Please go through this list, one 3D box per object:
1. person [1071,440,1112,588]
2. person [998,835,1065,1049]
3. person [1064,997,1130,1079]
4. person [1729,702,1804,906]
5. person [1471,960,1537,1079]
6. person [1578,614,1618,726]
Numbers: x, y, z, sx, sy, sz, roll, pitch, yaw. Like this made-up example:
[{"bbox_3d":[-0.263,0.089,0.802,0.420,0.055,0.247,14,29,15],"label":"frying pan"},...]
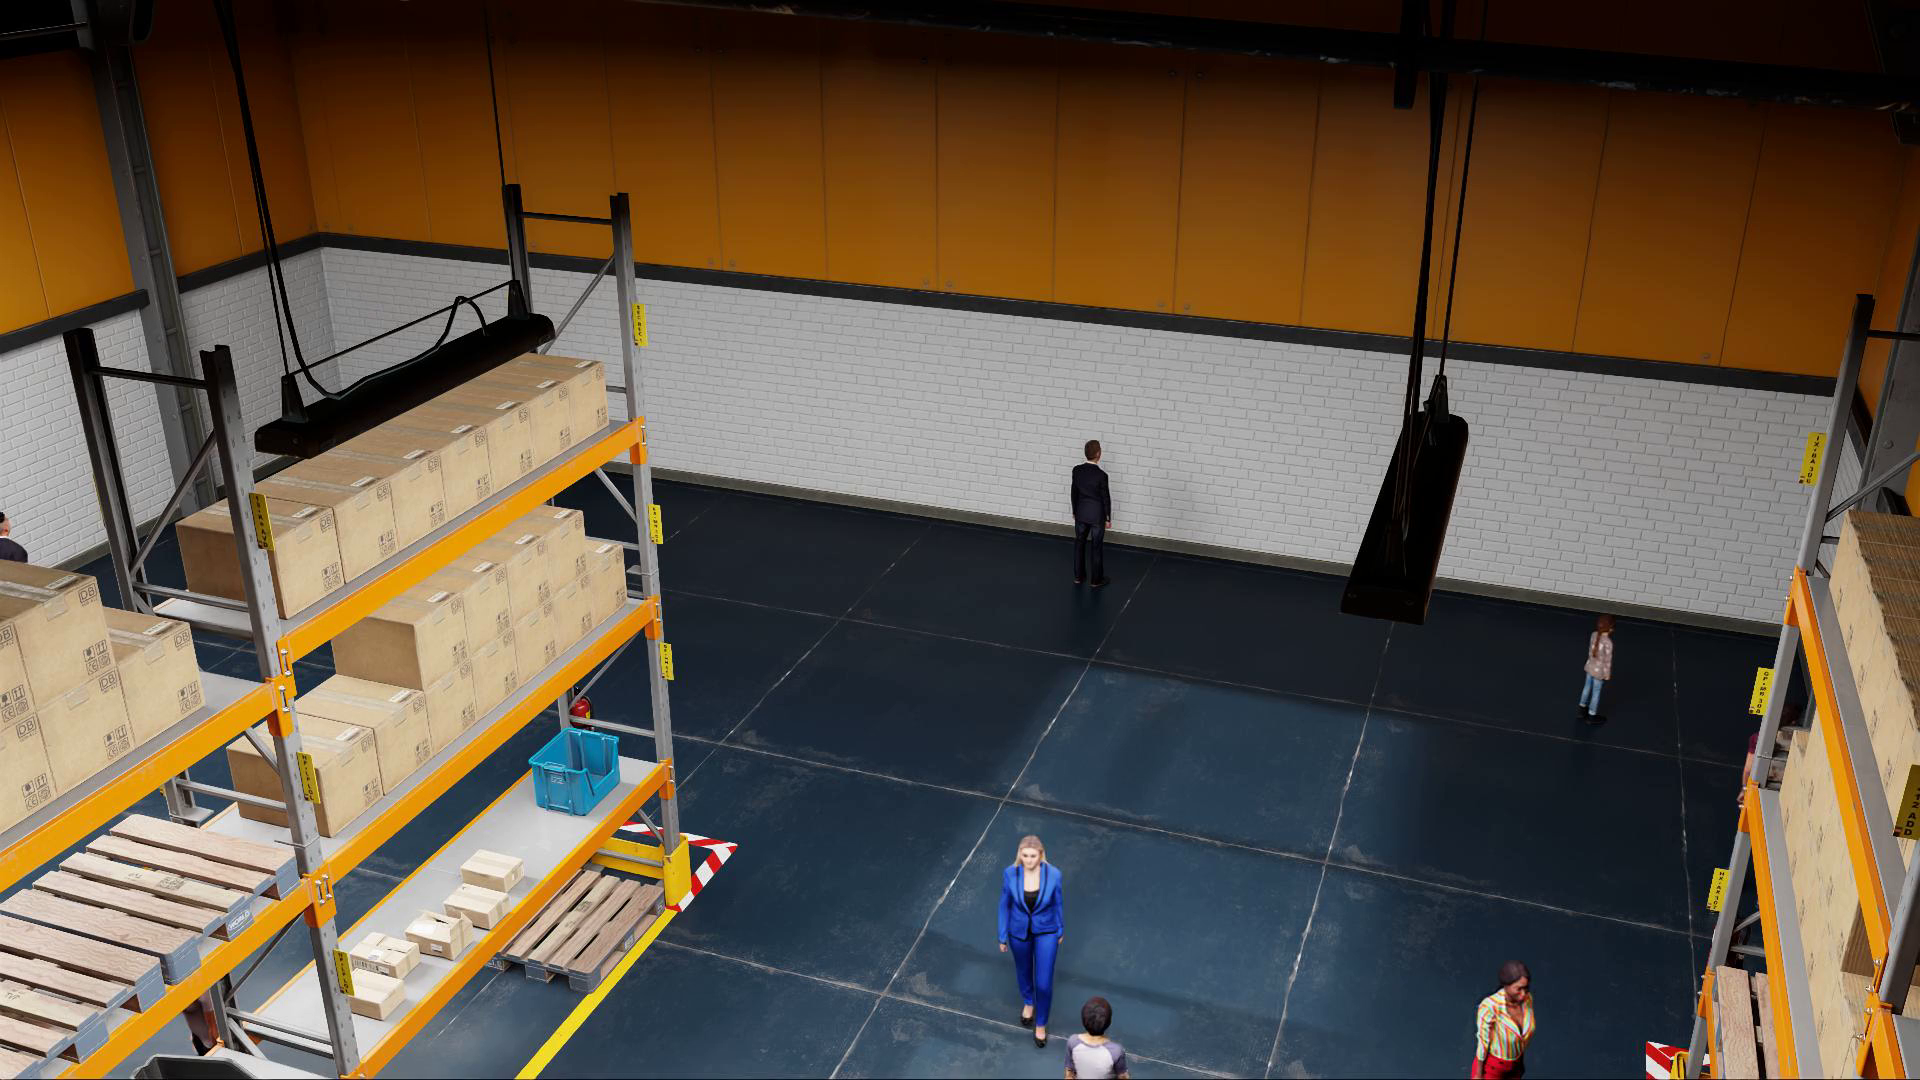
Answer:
[{"bbox_3d":[1.550,-0.329,19.732,0.730,1.815,0.678,15,28,31],"label":"person"},{"bbox_3d":[0.549,2.906,12.494,0.724,1.684,0.826,3,24,7],"label":"person"},{"bbox_3d":[0.860,3.713,10.849,0.656,1.523,1.068,12,26,25],"label":"person"},{"bbox_3d":[6.776,2.194,13.918,0.738,1.850,0.740,-18,30,-36],"label":"person"},{"bbox_3d":[3.547,3.512,10.974,0.675,1.792,0.735,-11,26,-23],"label":"person"},{"bbox_3d":[6.442,1.293,16.797,0.611,1.193,0.535,-6,24,-14],"label":"person"}]
